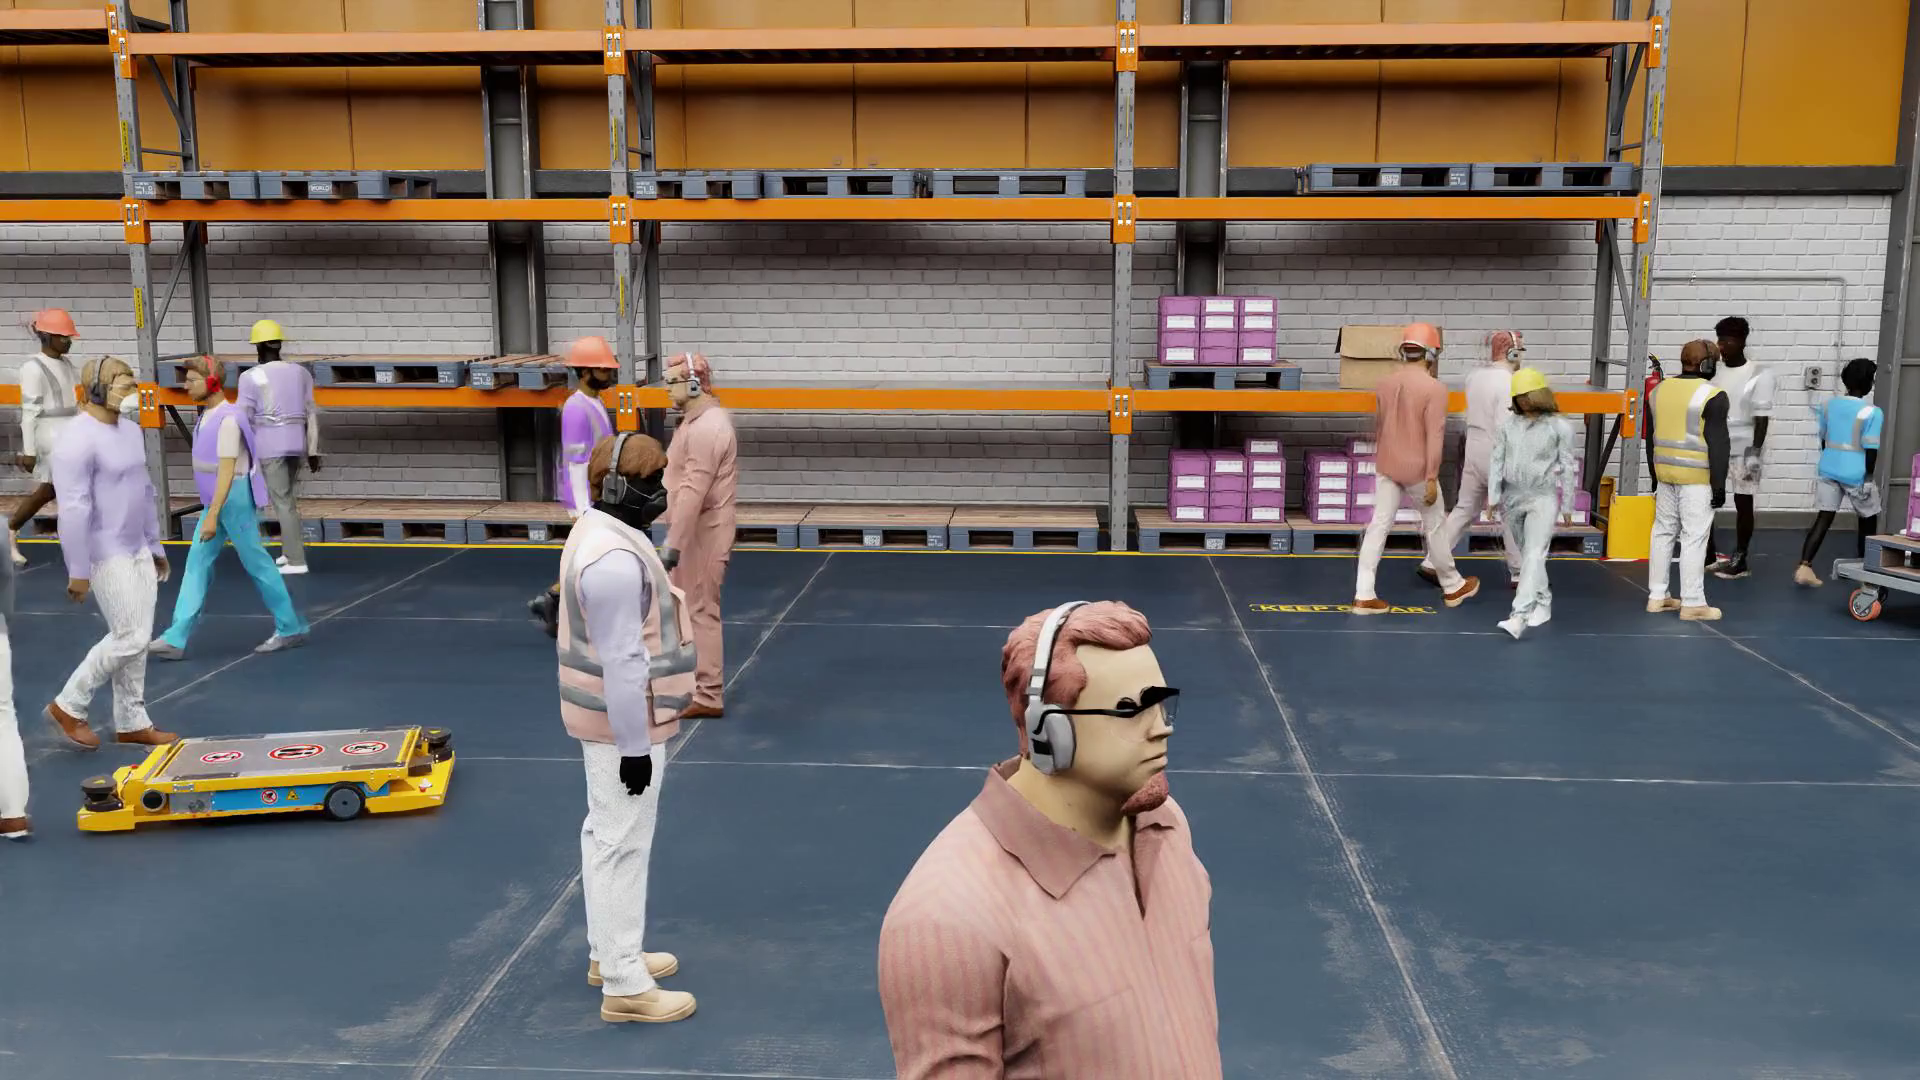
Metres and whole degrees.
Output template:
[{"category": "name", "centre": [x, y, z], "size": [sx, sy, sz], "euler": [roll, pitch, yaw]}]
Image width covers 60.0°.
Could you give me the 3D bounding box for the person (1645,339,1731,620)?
[{"category": "person", "centre": [4.810, -0.399, 10.965], "size": [0.429, 1.839, 0.633], "euler": [-4, 10, -21]}]

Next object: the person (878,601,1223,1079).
[{"category": "person", "centre": [0.177, 1.026, 2.411], "size": [0.407, 1.913, 0.641], "euler": [7, 12, 35]}]

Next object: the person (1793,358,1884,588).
[{"category": "person", "centre": [6.342, -0.471, 11.876], "size": [0.738, 1.669, 0.546], "euler": [-4, 10, -22]}]

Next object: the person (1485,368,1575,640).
[{"category": "person", "centre": [3.571, -0.231, 10.445], "size": [0.489, 1.675, 0.963], "euler": [8, 13, 41]}]

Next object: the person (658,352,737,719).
[{"category": "person", "centre": [-1.386, -0.021, 8.612], "size": [0.442, 1.890, 0.653], "euler": [-3, 10, -17]}]

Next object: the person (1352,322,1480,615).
[{"category": "person", "centre": [3.044, -0.477, 11.123], "size": [1.043, 1.931, 0.633], "euler": [-7, 12, -34]}]

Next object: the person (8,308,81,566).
[{"category": "person", "centre": [-6.992, -0.771, 12.702], "size": [1.013, 2.000, 0.600], "euler": [-2, 10, -10]}]

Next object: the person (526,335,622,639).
[{"category": "person", "centre": [-2.257, -0.264, 9.950], "size": [0.656, 1.917, 0.555], "euler": [0, 10, -1]}]

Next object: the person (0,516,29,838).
[{"category": "person", "centre": [-4.146, 0.423, 6.862], "size": [0.866, 1.590, 0.496], "euler": [8, 13, 41]}]

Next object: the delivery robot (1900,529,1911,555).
[{"category": "delivery robot", "centre": [7.063, 0.058, 11.769], "size": [0.477, 0.478, 0.707], "euler": [-7, 12, -35]}]

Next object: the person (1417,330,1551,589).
[{"category": "person", "centre": [3.740, -0.558, 11.826], "size": [0.949, 1.869, 0.655], "euler": [-2, 10, -12]}]

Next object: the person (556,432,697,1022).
[{"category": "person", "centre": [-1.041, 0.578, 5.245], "size": [0.430, 1.840, 0.626], "euler": [-3, 10, -16]}]

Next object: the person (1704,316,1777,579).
[{"category": "person", "centre": [5.645, -0.667, 12.214], "size": [0.591, 1.939, 0.623], "euler": [-6, 11, -32]}]

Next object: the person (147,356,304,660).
[{"category": "person", "centre": [-4.380, -0.180, 9.796], "size": [0.961, 1.793, 0.589], "euler": [-8, 13, -39]}]

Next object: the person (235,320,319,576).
[{"category": "person", "centre": [-5.134, -0.683, 12.419], "size": [0.635, 1.903, 0.599], "euler": [5, 11, 27]}]

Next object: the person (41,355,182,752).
[{"category": "person", "centre": [-4.043, 0.082, 7.907], "size": [0.480, 1.920, 0.633], "euler": [-1, 10, -5]}]

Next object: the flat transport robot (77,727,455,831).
[{"category": "flat transport robot", "centre": [-2.972, 1.021, 7.238], "size": [1.431, 0.197, 0.652], "euler": [-2, 10, -12]}]
